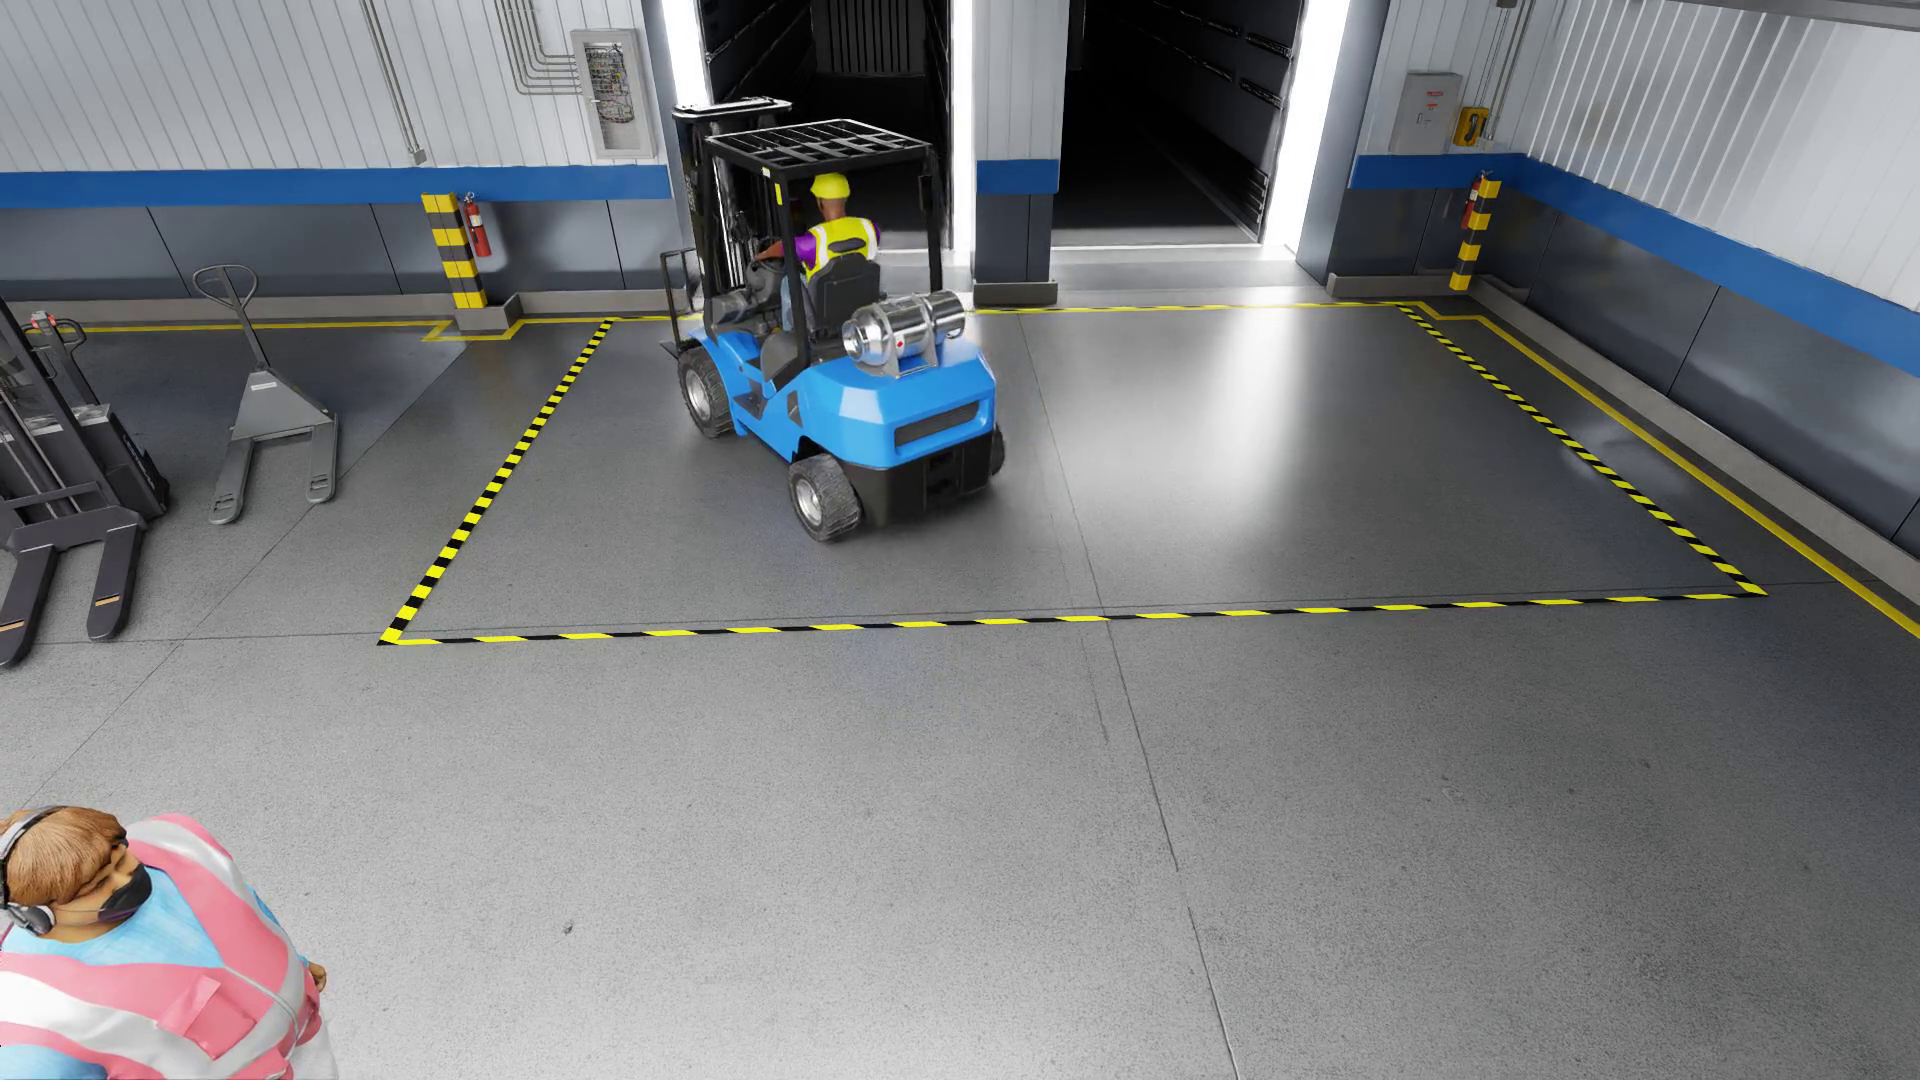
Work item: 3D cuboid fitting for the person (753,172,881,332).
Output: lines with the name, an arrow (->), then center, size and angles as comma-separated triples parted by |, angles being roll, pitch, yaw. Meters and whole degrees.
person -> -0.937, -1.769, 5.893 | 0.635, 1.293, 1.004 | -23, 41, -30

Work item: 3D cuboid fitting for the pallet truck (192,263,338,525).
pallet truck -> -4.778, -1.027, 6.128 | 0.680, 1.201, 1.601 | -17, 38, -23

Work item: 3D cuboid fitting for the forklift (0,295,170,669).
forklift -> -5.212, -0.618, 4.878 | 0.823, 1.965, 1.885 | -20, 39, -26

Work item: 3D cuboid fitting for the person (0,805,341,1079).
person -> -1.794, 1.291, 2.270 | 0.429, 1.841, 0.632 | -2, 35, -3

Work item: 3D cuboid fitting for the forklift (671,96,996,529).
forklift -> -0.907, -1.585, 5.957 | 1.157, 2.036, 2.680 | -23, 41, -30
